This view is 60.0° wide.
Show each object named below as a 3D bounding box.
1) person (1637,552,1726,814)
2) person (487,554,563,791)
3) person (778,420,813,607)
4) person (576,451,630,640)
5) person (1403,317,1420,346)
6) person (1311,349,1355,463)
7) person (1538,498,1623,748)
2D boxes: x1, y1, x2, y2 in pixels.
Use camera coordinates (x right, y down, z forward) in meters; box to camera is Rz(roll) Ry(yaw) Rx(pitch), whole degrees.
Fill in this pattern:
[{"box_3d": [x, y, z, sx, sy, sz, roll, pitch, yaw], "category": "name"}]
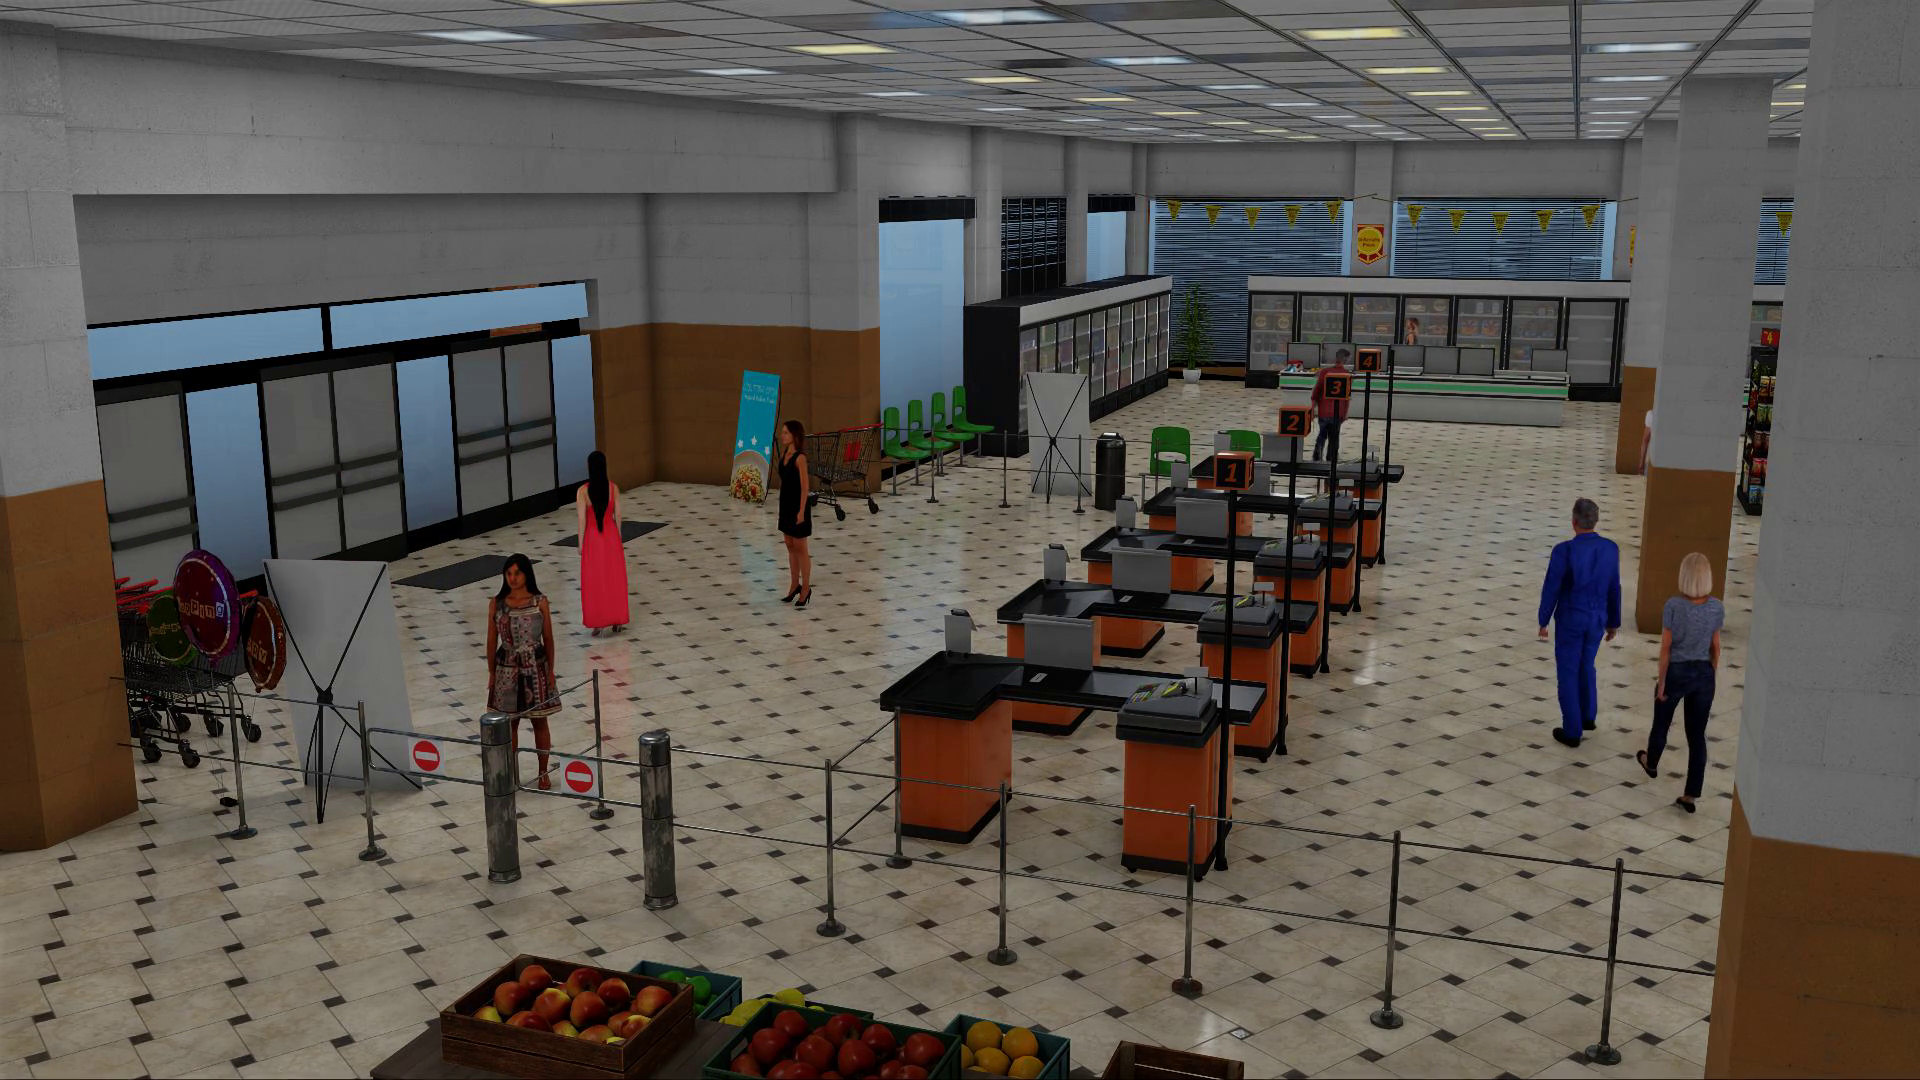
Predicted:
[{"box_3d": [4.797, 0.965, 10.896, 1.098, 1.675, 0.860, 1, 12, 4], "category": "person"}, {"box_3d": [-2.969, 0.893, 11.314, 0.639, 1.645, 0.784, -2, 12, -7], "category": "person"}, {"box_3d": [-1.622, -0.262, 16.339, 0.730, 1.834, 0.639, -8, 14, -34], "category": "person"}, {"box_3d": [-3.274, 0.037, 15.178, 0.714, 1.727, 0.754, -8, 14, -32], "category": "person"}, {"box_3d": [8.472, -3.328, 31.212, 0.486, 1.706, 0.558, 5, 13, 21], "category": "person"}, {"box_3d": [5.299, -1.823, 23.821, 0.637, 1.805, 0.788, 1, 12, 5], "category": "person"}, {"box_3d": [4.580, 0.630, 12.153, 0.810, 1.813, 0.933, -2, 12, -10], "category": "person"}]
